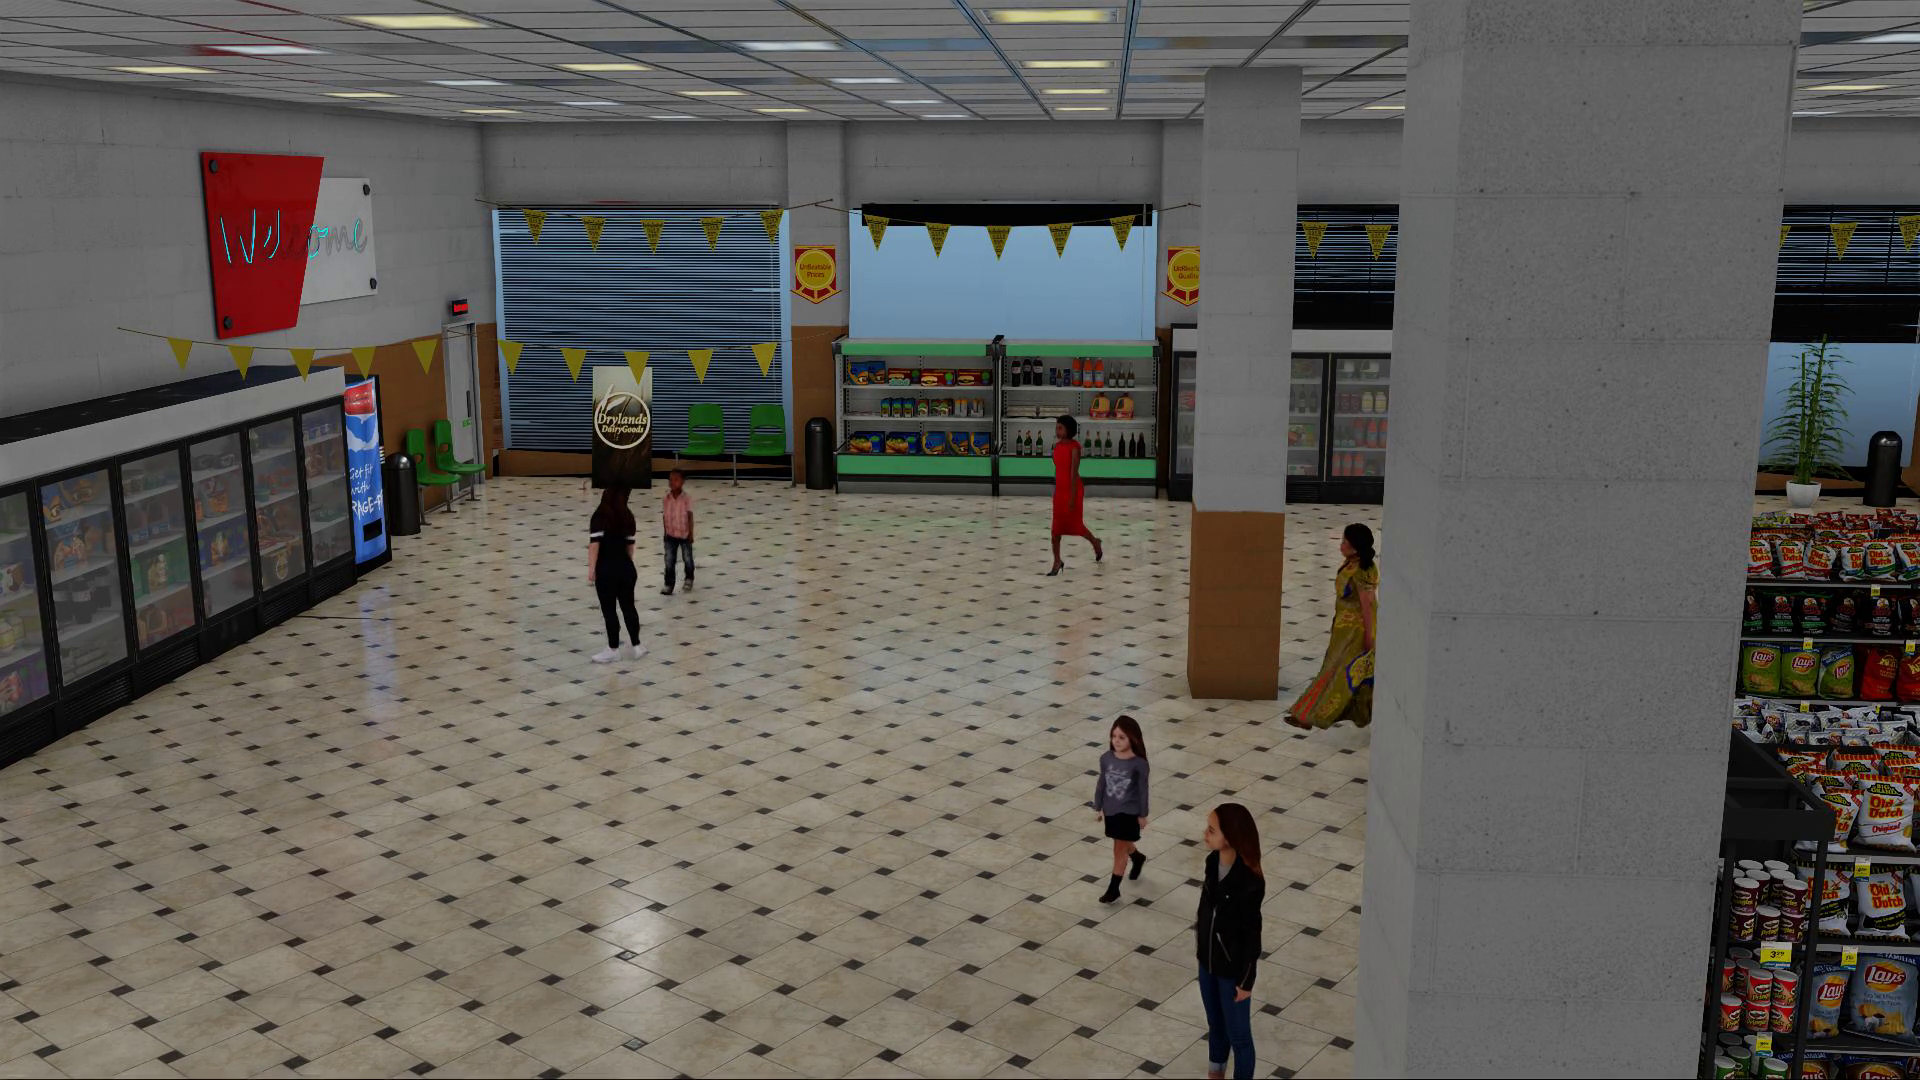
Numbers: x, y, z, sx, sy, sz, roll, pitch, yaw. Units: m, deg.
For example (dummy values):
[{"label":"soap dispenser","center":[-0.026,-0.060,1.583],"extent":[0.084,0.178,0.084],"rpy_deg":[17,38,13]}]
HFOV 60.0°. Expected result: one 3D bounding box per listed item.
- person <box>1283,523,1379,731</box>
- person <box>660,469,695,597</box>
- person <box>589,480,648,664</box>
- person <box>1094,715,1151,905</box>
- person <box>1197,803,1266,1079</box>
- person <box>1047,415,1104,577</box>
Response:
[{"label":"person","center":[3.082,0.710,12.533],"extent":[1.219,1.598,0.746],"rpy_deg":[2,12,7]},{"label":"person","center":[-2.853,-0.078,17.062],"extent":[0.839,1.274,0.635],"rpy_deg":[2,12,11]},{"label":"person","center":[-3.049,0.285,14.526],"extent":[0.816,1.609,0.792],"rpy_deg":[5,13,23]},{"label":"person","center":[0.980,1.557,9.760],"extent":[0.797,1.083,0.776],"rpy_deg":[8,15,35]},{"label":"person","center":[1.190,1.855,7.375],"extent":[0.644,1.483,0.638],"rpy_deg":[-5,13,-23]},{"label":"person","center":[1.237,-0.467,17.828],"extent":[1.038,1.719,0.984],"rpy_deg":[-10,15,-39]}]
